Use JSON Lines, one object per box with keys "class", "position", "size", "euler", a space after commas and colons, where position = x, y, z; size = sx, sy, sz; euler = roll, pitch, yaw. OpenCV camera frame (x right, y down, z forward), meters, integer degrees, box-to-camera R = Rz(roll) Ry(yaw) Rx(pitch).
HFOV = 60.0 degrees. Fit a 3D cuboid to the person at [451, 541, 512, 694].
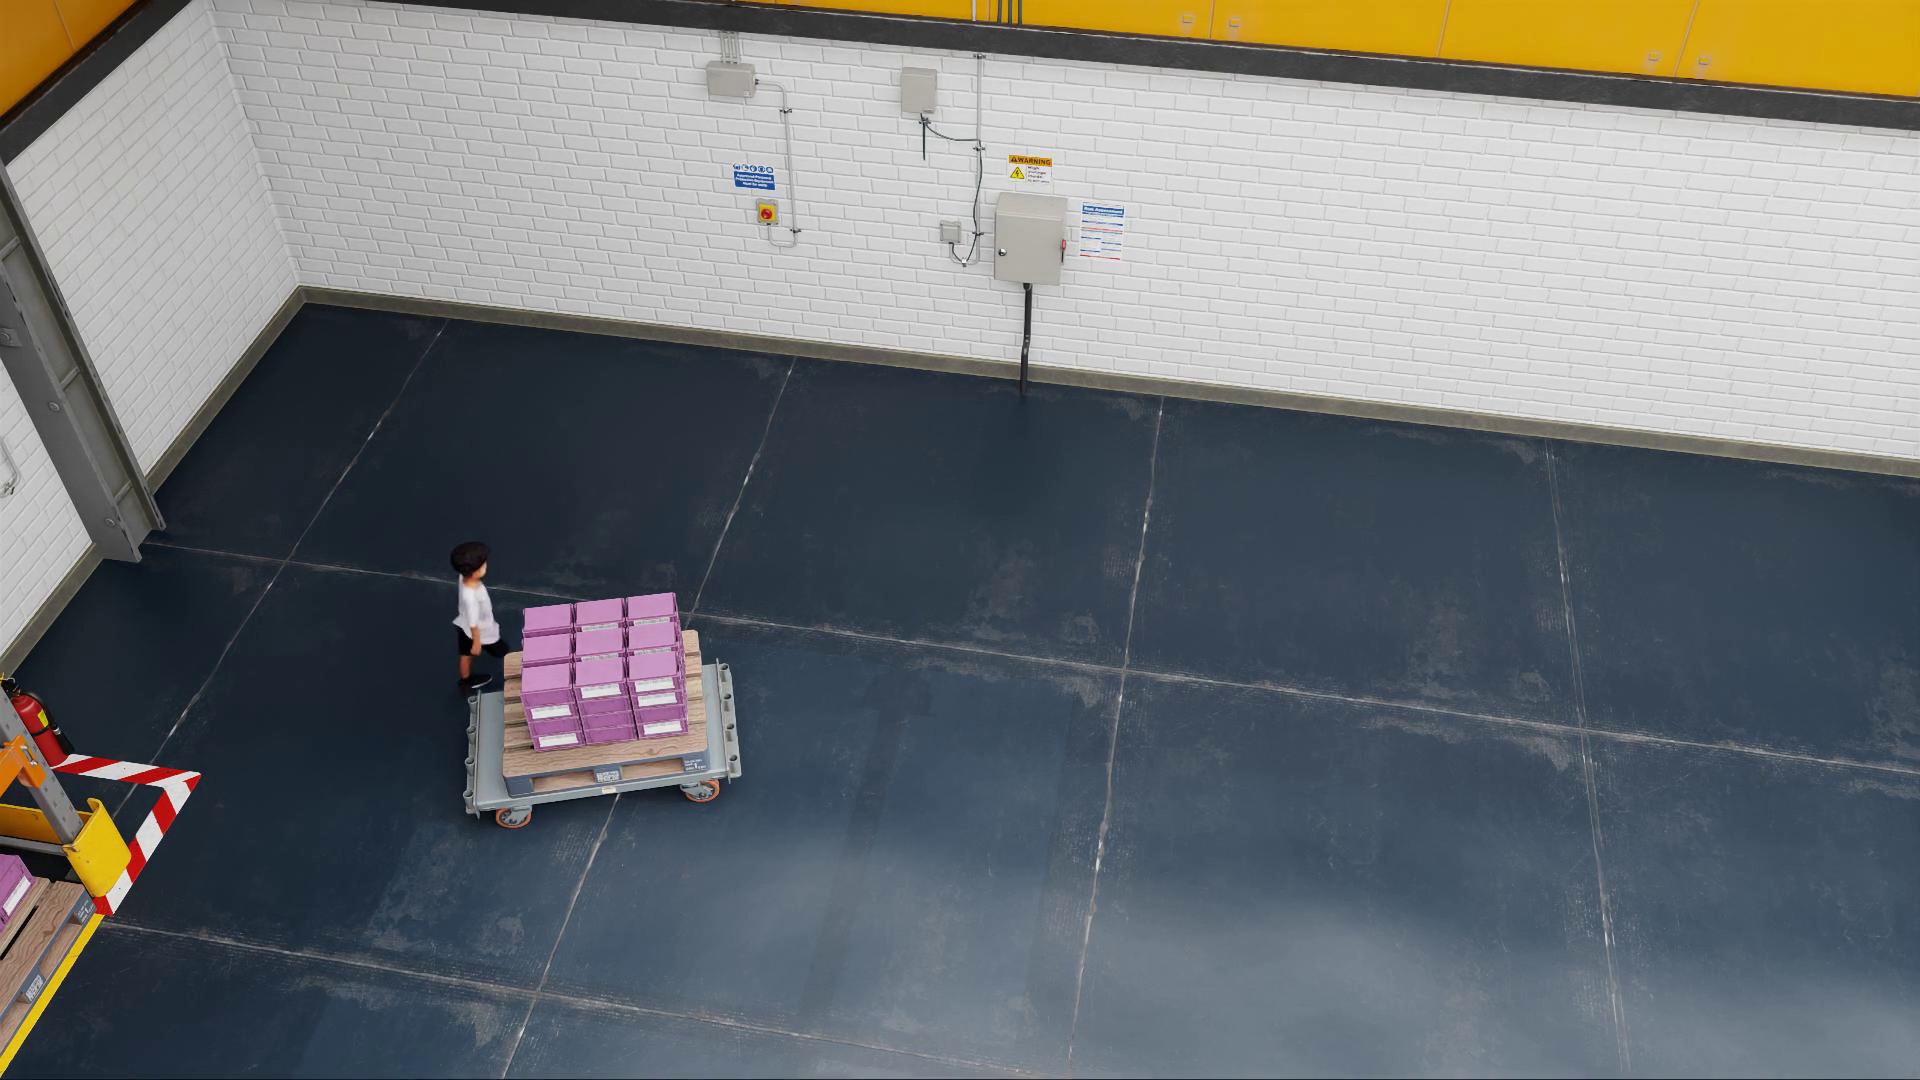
{"class": "person", "position": [-3.127, 0.551, 10.550], "size": [0.844, 1.230, 0.835], "euler": [-20, 47, -19]}
